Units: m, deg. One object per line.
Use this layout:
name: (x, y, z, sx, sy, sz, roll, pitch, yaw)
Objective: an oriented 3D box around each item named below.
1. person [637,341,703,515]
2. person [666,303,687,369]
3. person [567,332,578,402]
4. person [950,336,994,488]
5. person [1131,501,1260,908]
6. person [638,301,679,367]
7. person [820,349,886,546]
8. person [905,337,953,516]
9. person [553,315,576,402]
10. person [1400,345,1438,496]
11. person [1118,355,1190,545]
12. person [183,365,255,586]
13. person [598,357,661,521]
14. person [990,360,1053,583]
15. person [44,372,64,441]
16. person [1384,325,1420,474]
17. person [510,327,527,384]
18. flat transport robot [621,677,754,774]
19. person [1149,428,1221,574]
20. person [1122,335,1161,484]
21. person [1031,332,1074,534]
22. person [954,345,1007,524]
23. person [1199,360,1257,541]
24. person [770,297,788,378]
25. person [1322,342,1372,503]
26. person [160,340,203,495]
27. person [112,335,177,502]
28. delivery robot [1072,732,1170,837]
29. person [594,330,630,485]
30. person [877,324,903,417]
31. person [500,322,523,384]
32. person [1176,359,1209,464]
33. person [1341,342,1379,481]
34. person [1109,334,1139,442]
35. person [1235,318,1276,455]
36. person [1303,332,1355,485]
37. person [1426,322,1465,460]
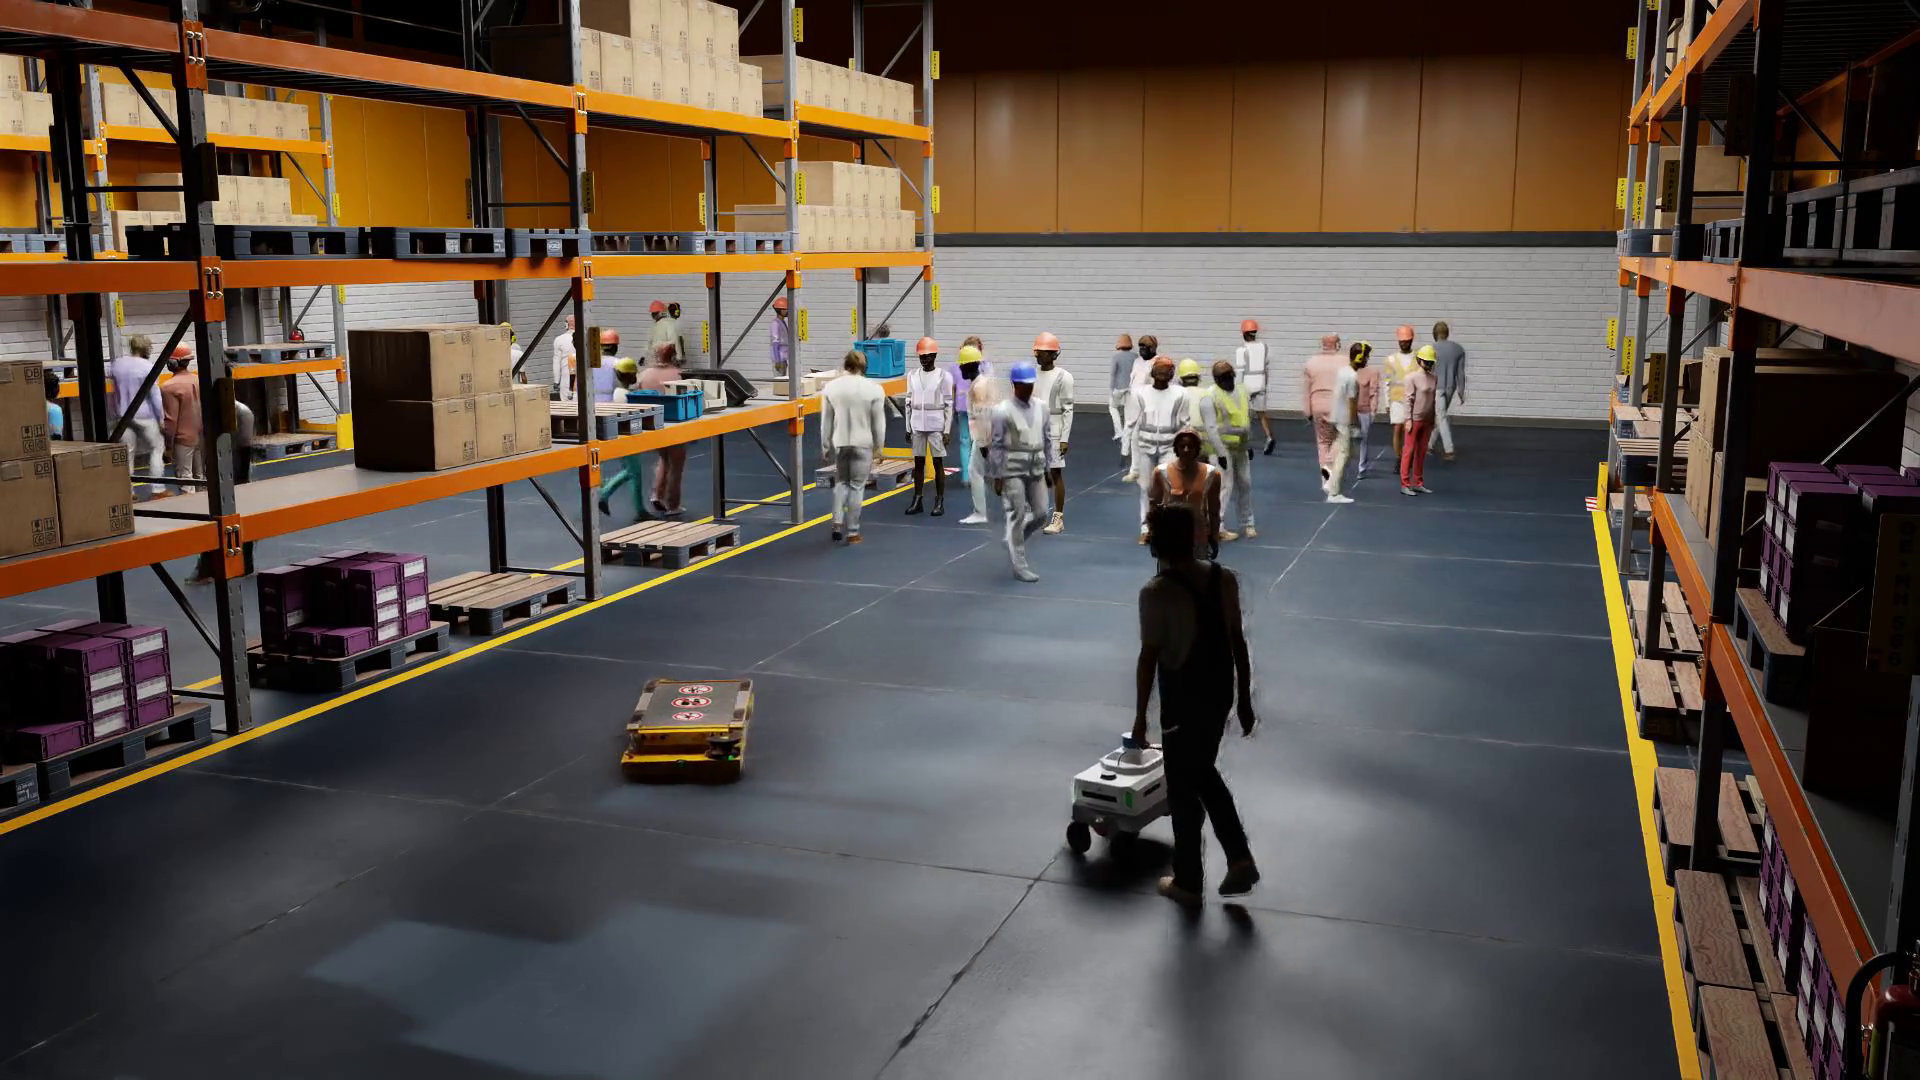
person: (-3.136, -1.205, 18.045, 0.646, 1.890, 0.455, 4, 11, 23)
person: (-5.222, -3.406, 30.478, 0.521, 1.873, 0.335, 8, 13, 37)
person: (-5.459, -2.166, 23.988, 0.318, 1.697, 0.535, 5, 11, 27)
person: (0.189, -1.554, 20.181, 0.598, 1.817, 0.637, 4, 11, 22)
person: (1.025, 0.743, 7.310, 0.538, 1.817, 0.522, -6, 12, -32)
person: (-5.245, -3.138, 28.748, 0.961, 1.949, 0.638, -8, 13, -38)
person: (-1.033, -0.901, 16.228, 0.632, 1.918, 0.431, 3, 11, 18)
person: (-0.349, -1.224, 18.005, 0.542, 1.938, 0.358, 4, 11, 21)
person: (-5.712, -2.379, 24.640, 0.654, 1.896, 0.400, -6, 12, -31)
person: (5.412, -1.398, 19.492, 0.525, 1.759, 0.337, -7, 12, -34)
person: (1.869, -0.843, 16.047, 0.676, 1.857, 0.640, 2, 10, 13)
person: (-6.372, -0.558, 14.260, 0.642, 1.930, 0.810, 4, 11, 20)
person: (-3.533, -1.056, 17.580, 0.626, 1.754, 0.542, -3, 11, -18)
person: (0.519, -0.609, 14.546, 0.631, 1.935, 0.553, -6, 12, -32)
person: (-9.229, -0.840, 16.614, 0.562, 1.660, 0.745, 6, 12, 31)
person: (5.739, -1.819, 21.425, 0.558, 1.916, 0.703, 3, 11, 17)
person: (-5.941, -1.879, 21.886, 0.535, 1.868, 0.309, -1, 10, -6)
flat transport robot: (-1.577, 1.067, 9.791, 0.652, 0.197, 1.431, -1, 10, -4)
person: (1.603, 0.011, 11.888, 0.514, 1.641, 0.308, 1, 10, 3)
person: (2.298, -1.595, 20.391, 0.428, 1.833, 0.655, -5, 11, -27)
person: (0.867, -1.082, 16.896, 0.607, 2.048, 0.370, 9, 13, 41)
person: (0.314, -1.107, 17.502, 0.718, 1.892, 0.607, 0, 10, 2)
person: (2.679, -0.891, 16.538, 0.676, 1.799, 0.434, -8, 13, -38)
person: (-3.014, -3.084, 28.182, 0.394, 2.042, 0.611, 1, 10, 6)
person: (4.376, -1.312, 18.766, 0.446, 1.838, 0.561, 0, 10, 1)
person: (-7.651, -0.976, 16.440, 0.375, 1.997, 0.612, 2, 10, 12)
person: (-9.309, -1.368, 18.910, 0.628, 1.915, 0.557, 3, 10, 15)
delivery robot: (0.837, 1.181, 8.090, 0.477, 0.478, 0.707, 6, 12, 32)
person: (-4.297, -1.629, 20.405, 0.557, 1.903, 0.894, 3, 11, 18)
person: (-1.336, -2.863, 28.184, 0.839, 1.599, 0.525, -2, 10, -9)
person: (-6.957, -2.466, 25.544, 0.490, 1.743, 0.324, -1, 10, -4)
person: (2.308, -0.921, 16.760, 0.602, 1.775, 0.950, 0, 10, -1)
person: (4.900, -1.574, 20.563, 0.536, 1.725, 0.856, 4, 11, 24)
person: (2.420, -2.244, 24.641, 0.514, 1.615, 0.406, -4, 11, -21)
person: (4.091, -2.136, 23.202, 0.570, 1.922, 0.761, -3, 11, -18)
person: (4.426, -1.551, 19.992, 0.670, 1.885, 0.506, 7, 12, 35)
person: (6.598, -2.043, 22.817, 0.634, 1.881, 1.047, -3, 10, -14)
